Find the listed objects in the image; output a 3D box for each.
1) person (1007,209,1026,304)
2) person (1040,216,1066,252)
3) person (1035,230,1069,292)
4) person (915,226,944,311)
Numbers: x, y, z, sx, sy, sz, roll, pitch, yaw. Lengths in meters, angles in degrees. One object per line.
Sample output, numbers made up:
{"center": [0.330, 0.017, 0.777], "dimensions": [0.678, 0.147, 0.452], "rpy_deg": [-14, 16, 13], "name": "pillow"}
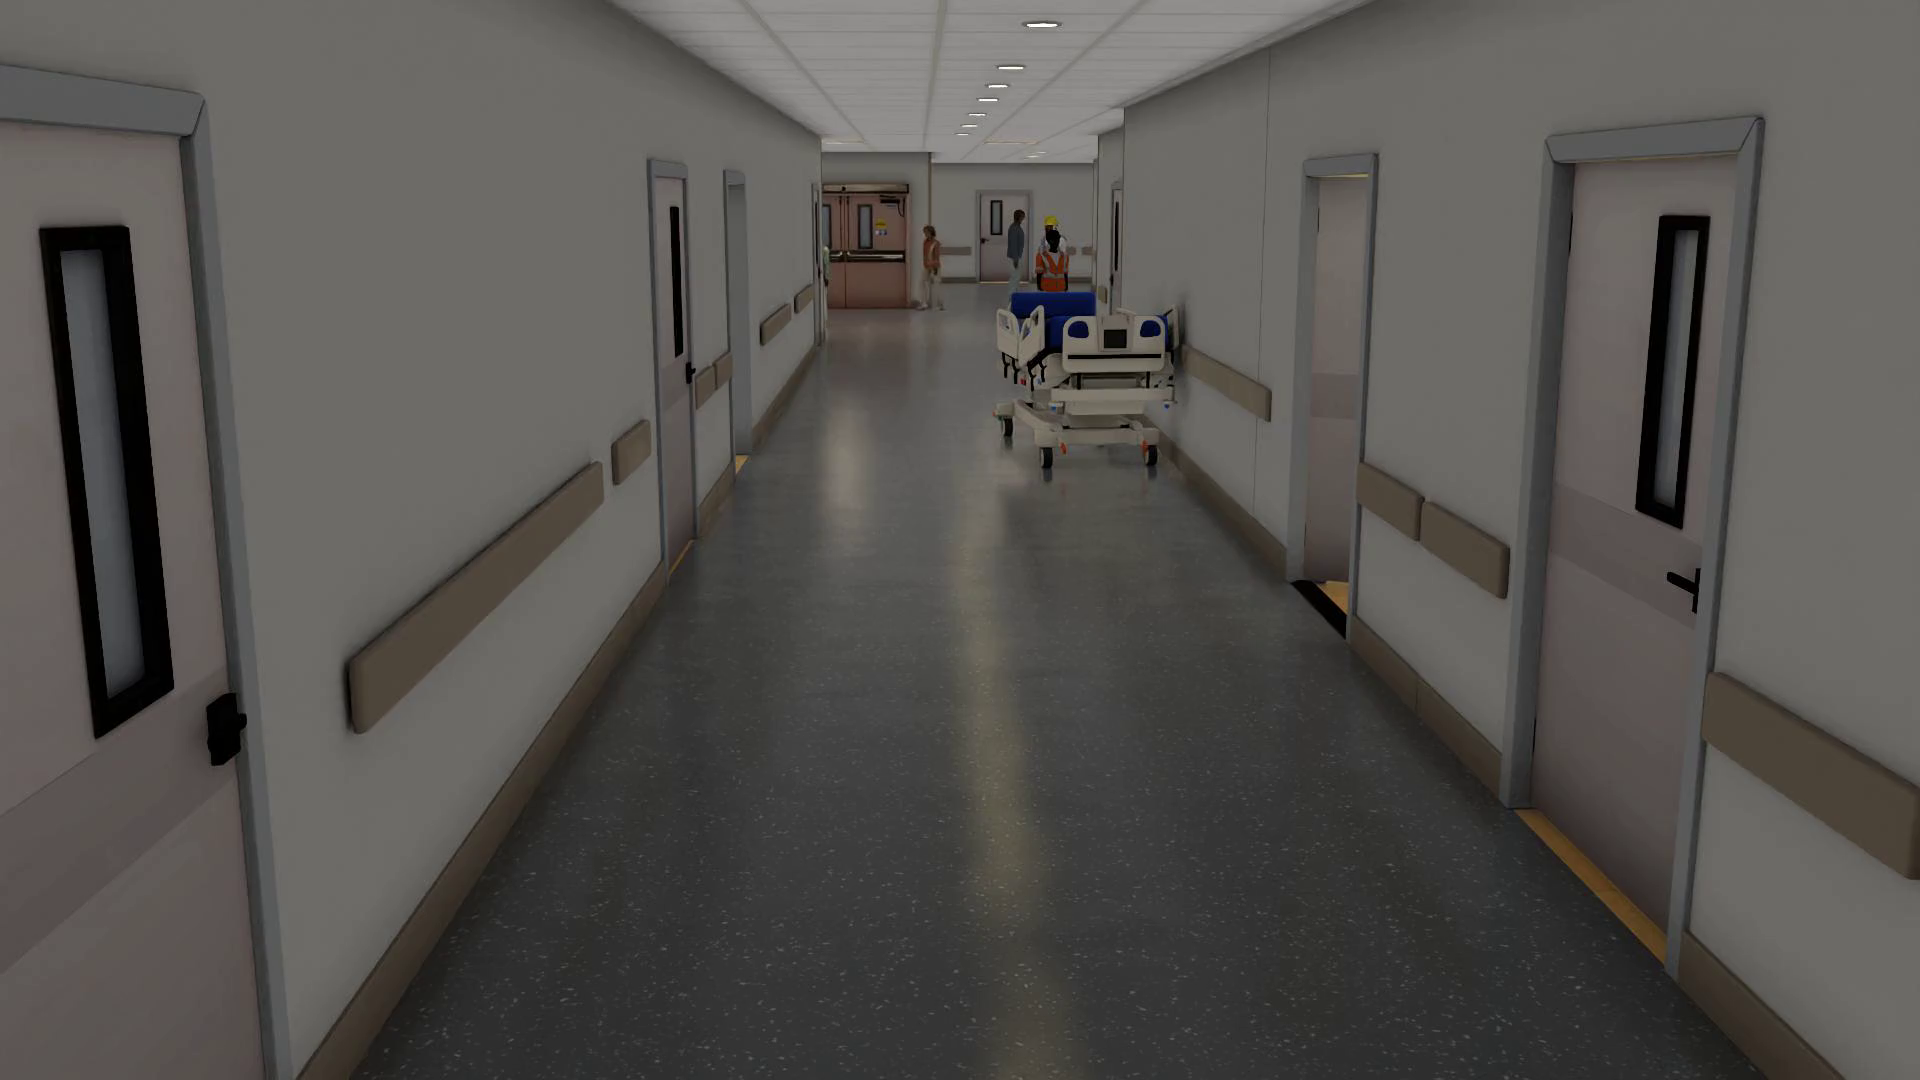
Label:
{"center": [1.111, -5.514, 32.646], "dimensions": [0.384, 1.930, 0.634], "rpy_deg": [2, 12, 9], "name": "person"}
{"center": [1.603, -4.803, 29.406], "dimensions": [0.404, 1.831, 0.600], "rpy_deg": [-9, 15, -39], "name": "person"}
{"center": [1.308, -3.529, 23.534], "dimensions": [0.533, 1.697, 0.319], "rpy_deg": [-5, 13, -22], "name": "person"}
{"center": [-0.580, -5.178, 31.743], "dimensions": [0.700, 1.610, 0.553], "rpy_deg": [-10, 16, -41], "name": "person"}
